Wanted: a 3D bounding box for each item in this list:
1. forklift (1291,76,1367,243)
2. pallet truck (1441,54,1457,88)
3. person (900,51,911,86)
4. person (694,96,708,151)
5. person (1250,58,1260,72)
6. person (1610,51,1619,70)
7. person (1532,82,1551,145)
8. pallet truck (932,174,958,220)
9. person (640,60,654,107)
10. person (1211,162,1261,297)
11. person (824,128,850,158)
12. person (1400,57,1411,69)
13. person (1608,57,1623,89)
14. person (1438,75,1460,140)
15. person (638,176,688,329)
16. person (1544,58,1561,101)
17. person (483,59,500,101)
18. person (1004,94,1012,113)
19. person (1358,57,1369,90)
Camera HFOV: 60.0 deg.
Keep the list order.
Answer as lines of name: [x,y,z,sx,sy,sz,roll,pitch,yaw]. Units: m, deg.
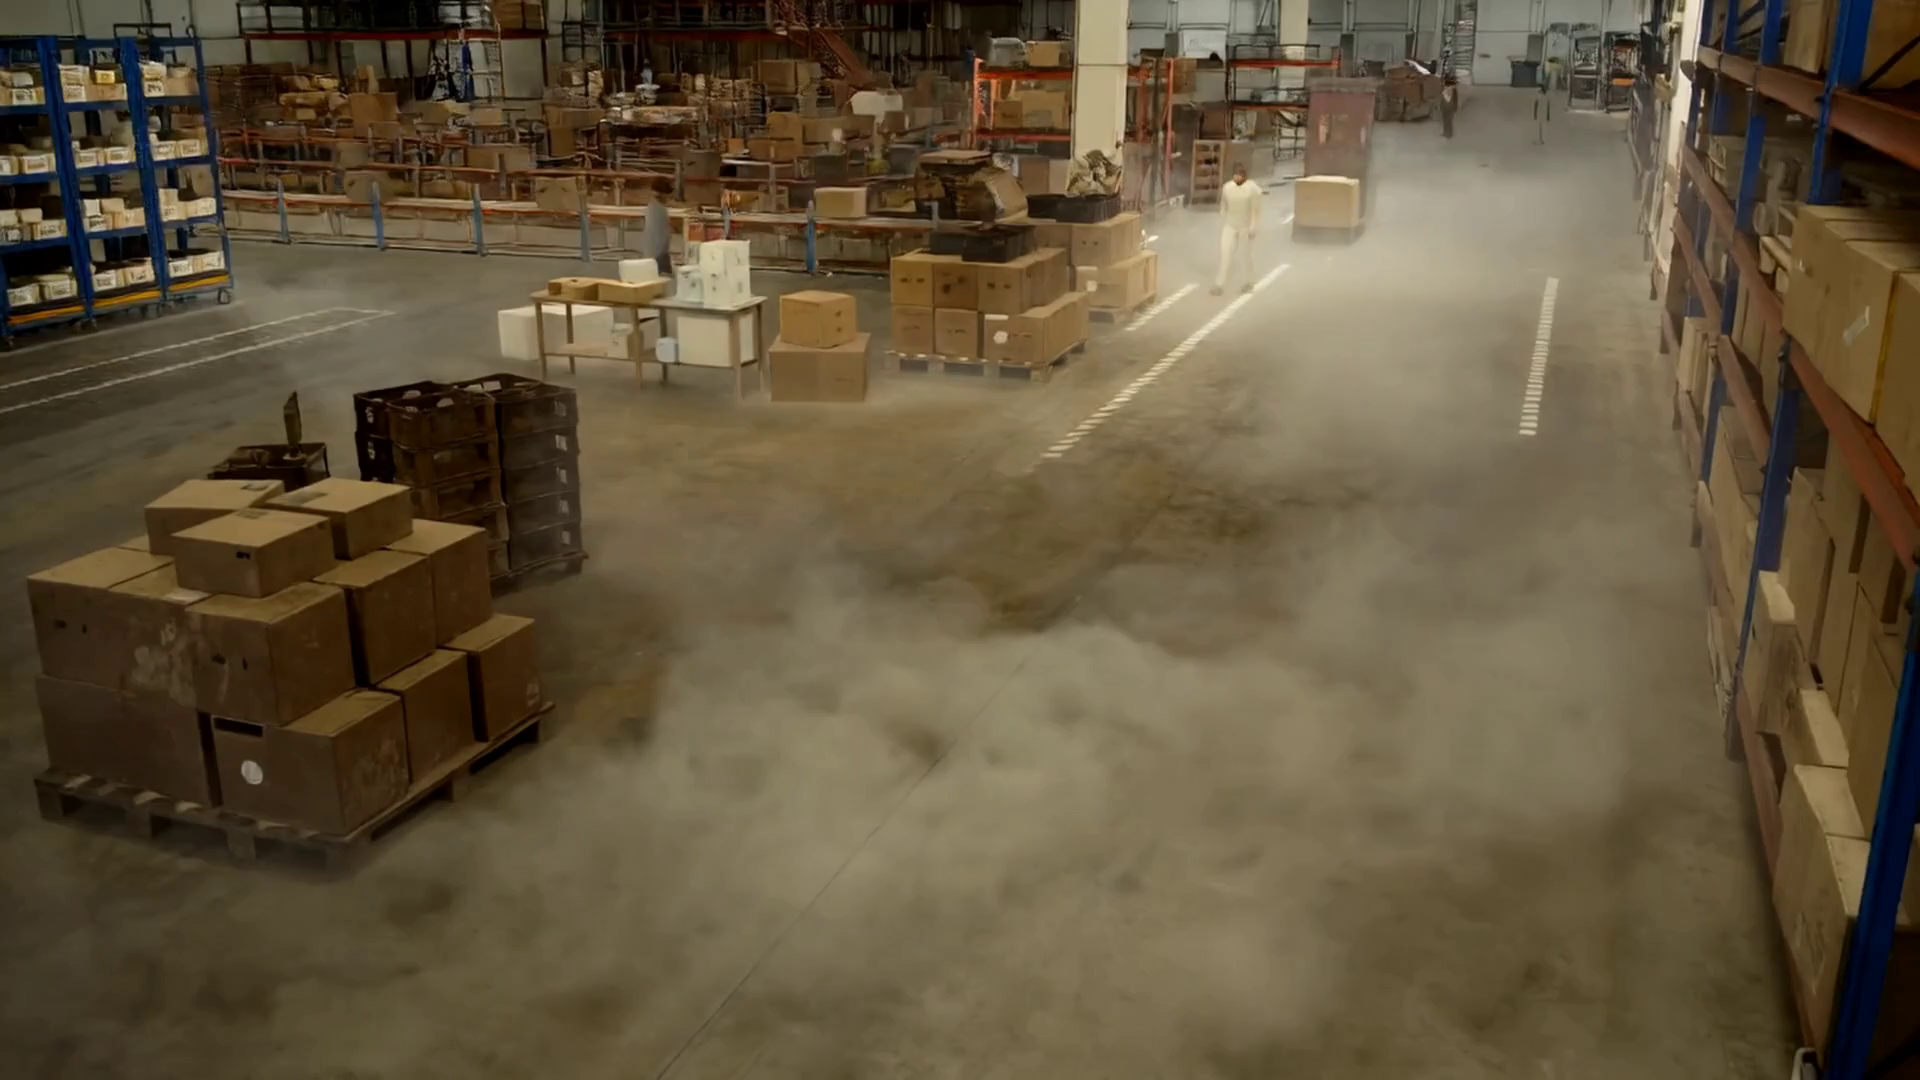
forklift: [6.598,-6.755,29.381,1.129,2.768,1.873,6,19,19]
pallet truck: [22.765,-21.886,78.355,0.823,1.965,1.885,-4,18,-14]
person: [-2.958,-25.540,90.122,0.623,1.823,0.752,2,18,5]
person: [-6.887,-10.899,44.210,0.312,1.769,0.525,-6,19,-18]
person: [14.547,-22.974,82.190,0.484,1.744,0.294,4,18,13]
person: [33.522,-24.016,85.150,0.551,1.932,0.378,3,18,9]
person: [17.658,-12.946,50.481,0.535,1.864,0.309,-5,18,-14]
pallet truck: [-0.507,-5.292,27.348,0.653,1.274,1.630,6,19,19]
person: [-12.595,-18.232,66.817,0.608,2.034,0.397,-15,23,-40]
person: [3.953,-4.415,23.647,0.651,1.884,1.012,13,22,35]
person: [-2.515,-7.596,34.039,0.541,1.624,0.906,0,18,0]
person: [21.247,-22.168,79.526,0.631,1.829,0.431,-12,21,-32]
person: [31.346,-22.117,79.418,0.923,1.807,0.500,11,20,30]
person: [15.309,-13.641,52.379,0.697,2.000,0.858,-15,23,-38]
person: [-3.700,-3.630,21.087,1.017,1.929,0.623,2,18,8]
person: [26.697,-20.701,74.813,0.999,1.904,0.644,-1,18,-4]
person: [-21.183,-20.680,74.828,0.956,1.847,0.591,8,19,22]
person: [1.321,-10.902,44.142,0.602,1.810,0.654,5,18,16]
person: [20.506,-23.760,84.762,0.538,1.675,0.628,-11,20,-30]
